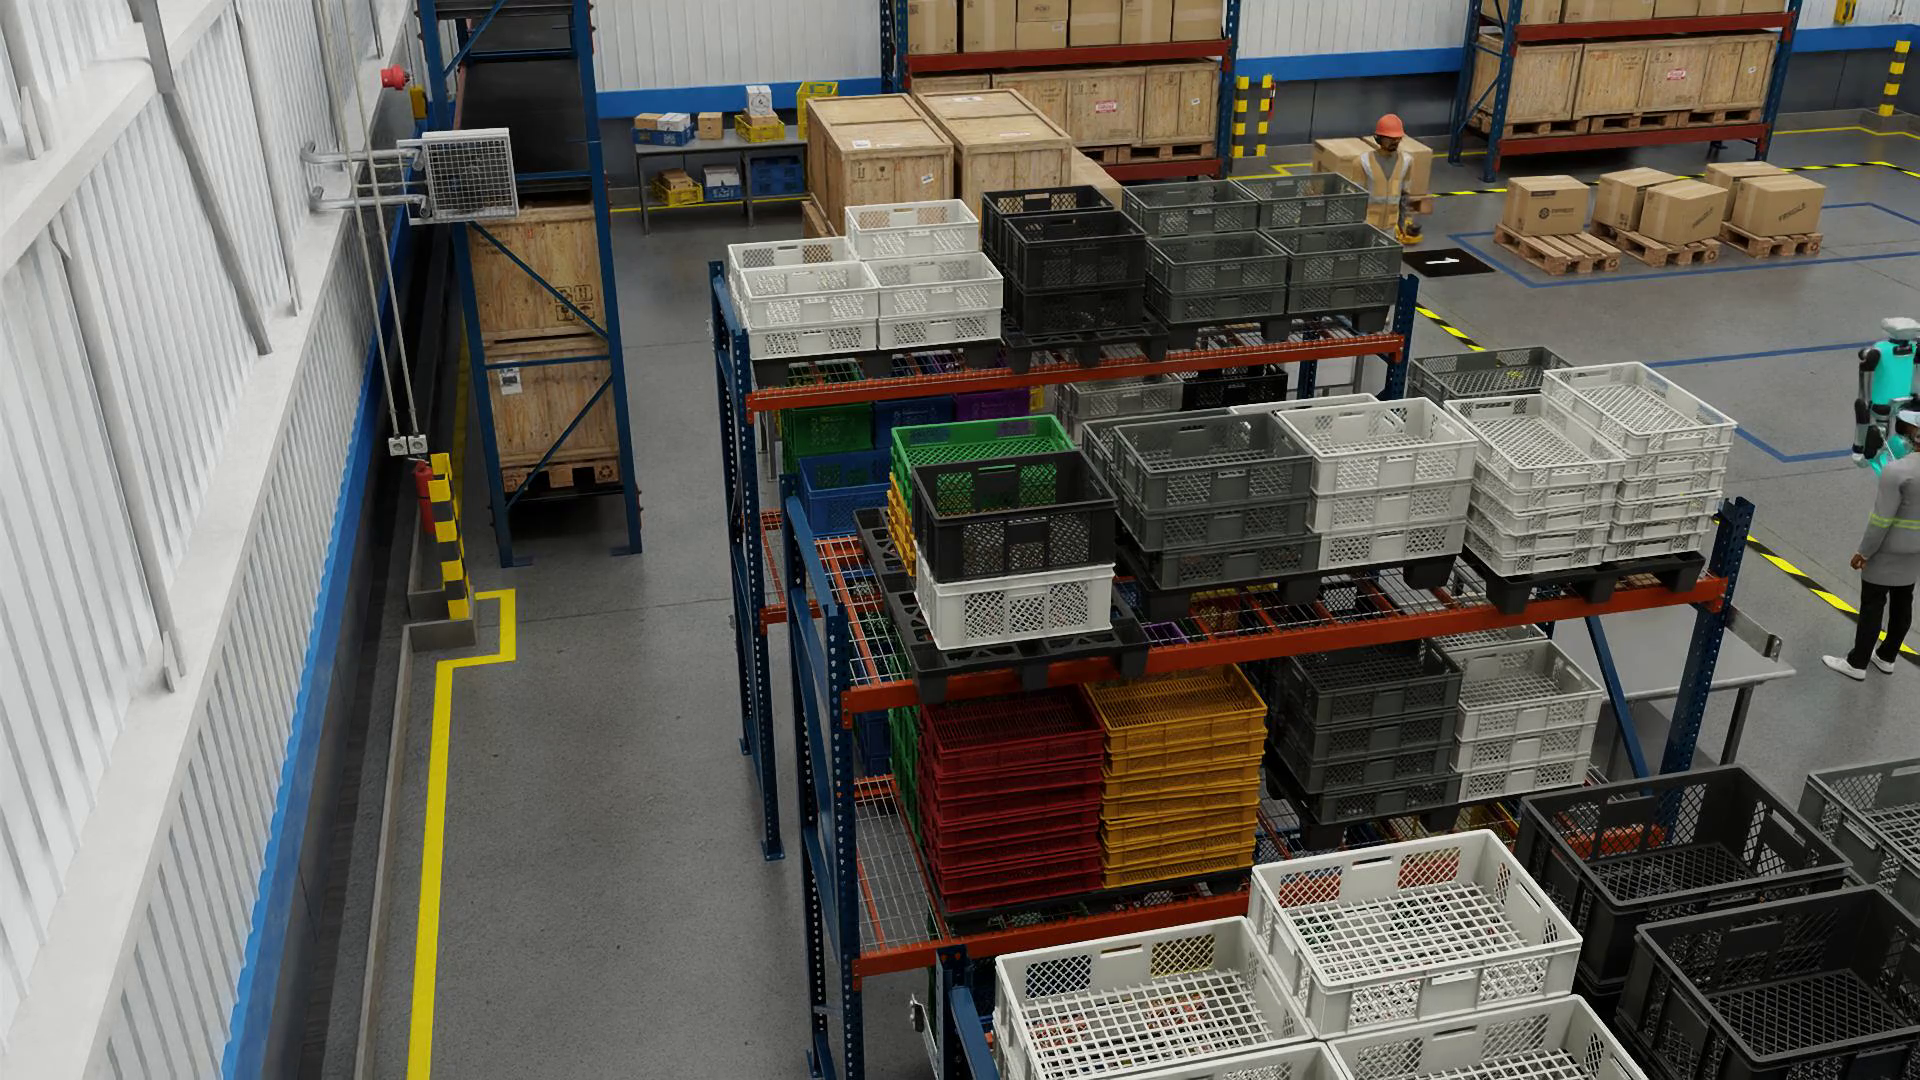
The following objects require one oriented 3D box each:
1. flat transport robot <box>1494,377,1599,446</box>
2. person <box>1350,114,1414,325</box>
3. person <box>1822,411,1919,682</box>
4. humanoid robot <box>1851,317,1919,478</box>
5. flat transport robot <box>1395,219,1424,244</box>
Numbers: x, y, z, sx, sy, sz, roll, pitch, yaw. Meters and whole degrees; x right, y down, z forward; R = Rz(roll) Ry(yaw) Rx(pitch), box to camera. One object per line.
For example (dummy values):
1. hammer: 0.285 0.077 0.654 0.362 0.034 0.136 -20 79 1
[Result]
1. flat transport robot: 4.780 -1.036 14.013 0.659 0.231 1.431 -6 28 -12
2. person: 4.003 -3.050 15.929 0.610 2.048 0.362 -5 28 -10
3. person: 5.811 0.017 10.315 0.596 1.852 0.364 -8 29 -15
4. humanoid robot: 6.595 -0.598 11.656 0.543 1.815 0.818 -9 29 -16
5. flat transport robot: 4.665 -3.673 18.986 0.652 0.197 1.431 -6 28 -12
